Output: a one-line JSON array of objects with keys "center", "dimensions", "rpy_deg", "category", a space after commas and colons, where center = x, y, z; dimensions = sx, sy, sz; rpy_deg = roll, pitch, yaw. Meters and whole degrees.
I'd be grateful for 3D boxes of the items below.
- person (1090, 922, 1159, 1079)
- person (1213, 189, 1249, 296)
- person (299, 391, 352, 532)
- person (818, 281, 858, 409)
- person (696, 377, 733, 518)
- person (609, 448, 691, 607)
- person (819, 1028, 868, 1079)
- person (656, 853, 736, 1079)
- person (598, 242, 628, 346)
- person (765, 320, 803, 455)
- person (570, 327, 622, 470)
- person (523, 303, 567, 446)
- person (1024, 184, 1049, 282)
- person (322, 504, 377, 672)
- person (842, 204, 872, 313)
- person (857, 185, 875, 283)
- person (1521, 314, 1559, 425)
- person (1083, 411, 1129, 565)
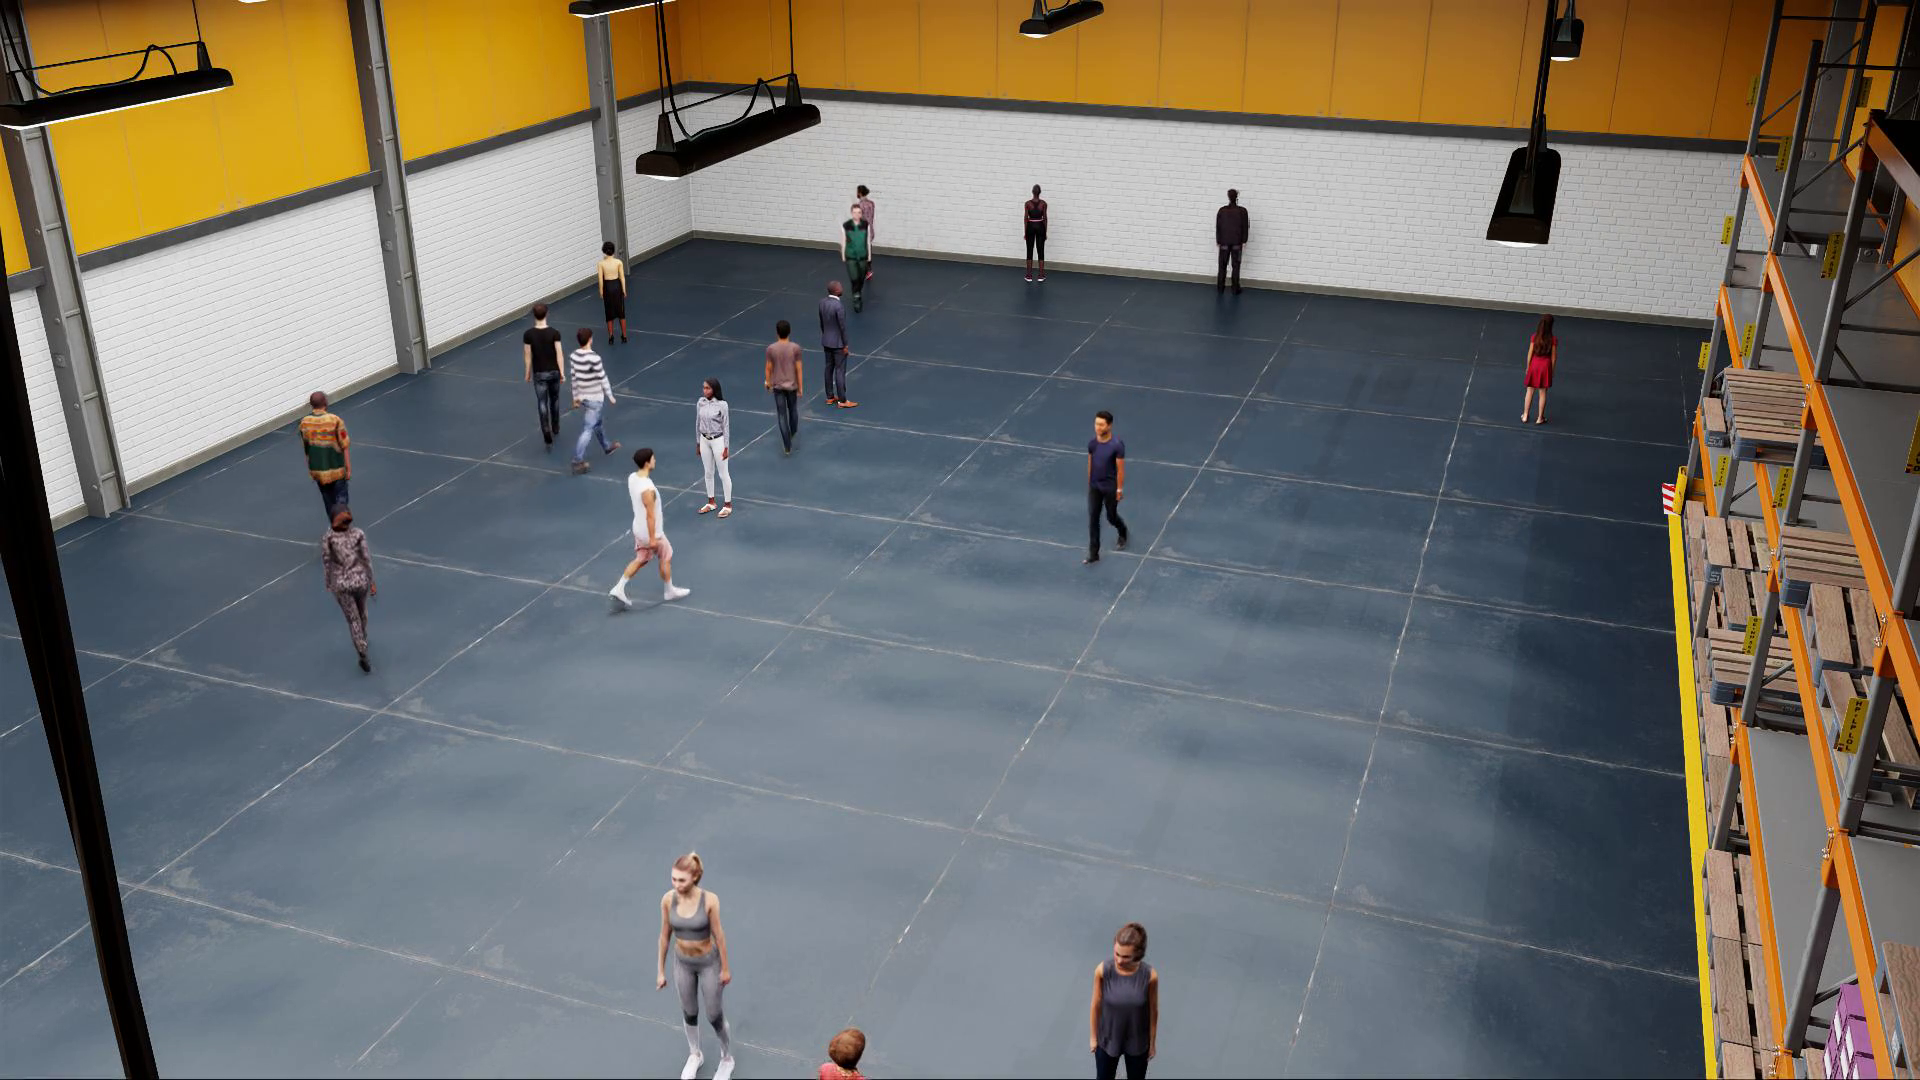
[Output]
[{"center": [1.017, 3.092, 10.305], "dimensions": [0.603, 1.726, 0.578], "rpy_deg": [4, 24, 9], "category": "person"}, {"center": [4.779, -5.235, 29.216], "dimensions": [0.762, 1.836, 0.624], "rpy_deg": [7, 25, 16], "category": "person"}, {"center": [-7.298, -0.803, 19.132], "dimensions": [0.867, 1.794, 0.963], "rpy_deg": [-1, 24, -2], "category": "person"}, {"center": [-1.774, -2.796, 23.653], "dimensions": [0.793, 1.824, 0.791], "rpy_deg": [-18, 30, -36], "category": "person"}, {"center": [-2.951, -1.130, 19.967], "dimensions": [0.627, 1.724, 0.545], "rpy_deg": [12, 26, 25], "category": "person"}, {"center": [-3.374, -0.096, 17.559], "dimensions": [1.200, 1.758, 1.066], "rpy_deg": [-15, 28, -30], "category": "person"}, {"center": [-0.706, 3.501, 9.771], "dimensions": [0.569, 1.406, 0.739], "rpy_deg": [12, 26, 25], "category": "person"}, {"center": [-1.734, 2.792, 11.026], "dimensions": [0.655, 1.698, 0.630], "rpy_deg": [3, 24, 8], "category": "person"}, {"center": [-5.521, -3.927, 26.453], "dimensions": [0.666, 1.654, 0.702], "rpy_deg": [-6, 24, -14], "category": "person"}, {"center": [-2.302, -1.978, 21.887], "dimensions": [0.984, 1.739, 1.150], "rpy_deg": [-5, 24, -11], "category": "person"}, {"center": [-4.798, -1.774, 21.343], "dimensions": [0.910, 1.802, 1.287], "rpy_deg": [17, 29, 33], "category": "person"}, {"center": [-5.541, -2.205, 22.241], "dimensions": [1.078, 1.872, 1.261], "rpy_deg": [-5, 24, -12], "category": "person"}, {"center": [1.364, -5.562, 30.068], "dimensions": [0.648, 1.754, 0.643], "rpy_deg": [-1, 24, -1], "category": "person"}, {"center": [-5.965, 0.493, 16.321], "dimensions": [1.095, 1.669, 1.084], "rpy_deg": [-14, 27, -28], "category": "person"}, {"center": [-1.764, -4.827, 28.323], "dimensions": [1.061, 1.805, 1.214], "rpy_deg": [-7, 24, -15], "category": "person"}, {"center": [-1.683, -5.483, 29.891], "dimensions": [0.828, 1.751, 0.657], "rpy_deg": [14, 27, 29], "category": "person"}, {"center": [8.041, -2.381, 23.040], "dimensions": [0.558, 1.554, 0.618], "rpy_deg": [11, 26, 24], "category": "person"}, {"center": [1.679, -0.620, 18.743], "dimensions": [0.818, 1.769, 1.112], "rpy_deg": [16, 28, 32], "category": "person"}]
